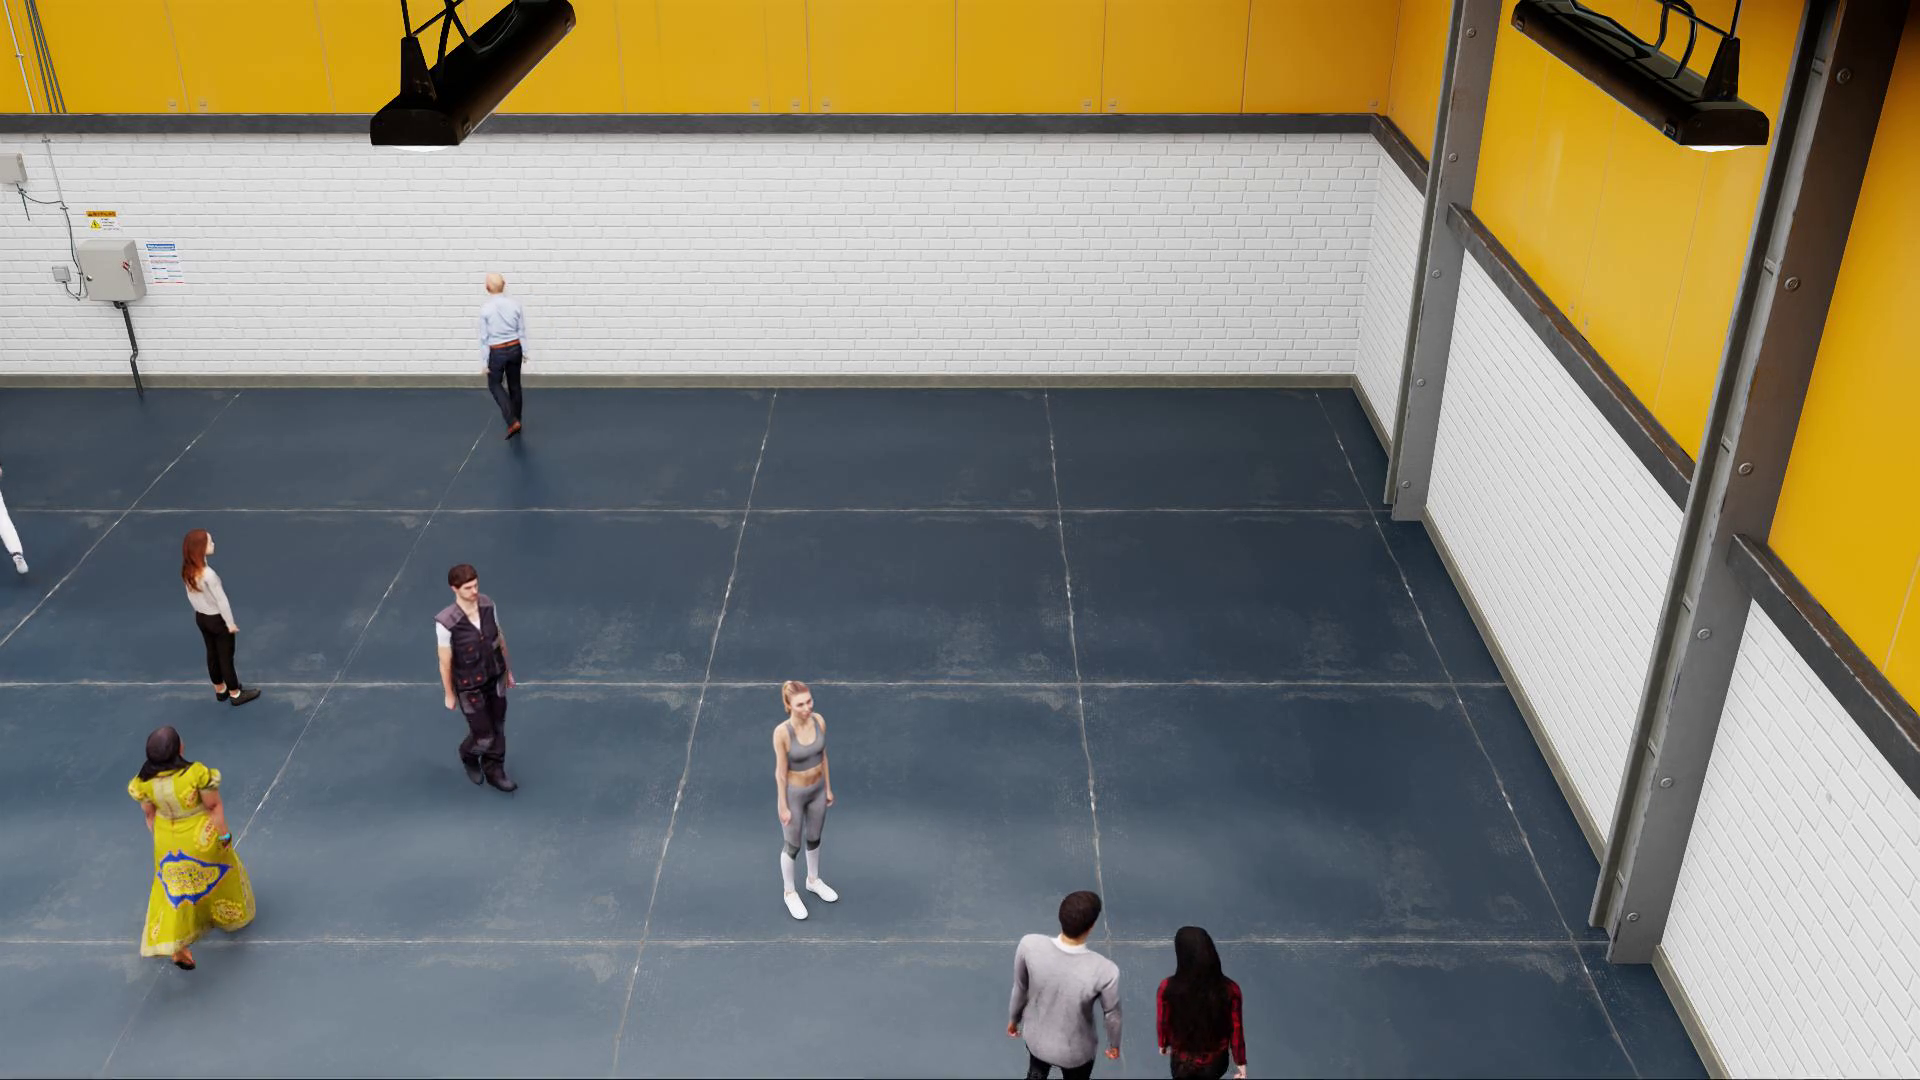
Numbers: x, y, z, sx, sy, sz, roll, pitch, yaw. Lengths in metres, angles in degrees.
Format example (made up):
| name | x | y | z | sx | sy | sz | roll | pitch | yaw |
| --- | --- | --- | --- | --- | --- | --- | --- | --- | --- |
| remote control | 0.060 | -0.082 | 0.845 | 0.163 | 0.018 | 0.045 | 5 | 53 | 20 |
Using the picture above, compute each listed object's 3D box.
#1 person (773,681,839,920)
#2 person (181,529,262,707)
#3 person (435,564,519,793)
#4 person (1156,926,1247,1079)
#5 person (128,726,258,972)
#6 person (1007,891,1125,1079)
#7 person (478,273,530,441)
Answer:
| name | x | y | z | sx | sy | sz | roll | pitch | yaw |
| --- | --- | --- | --- | --- | --- | --- | --- | --- | --- |
| person | -1.014 | 1.637 | 10.685 | 0.661 | 1.703 | 0.715 | -23 | 36 | -36 |
| person | -5.759 | 0.604 | 12.809 | 0.619 | 1.484 | 0.637 | 16 | 33 | 27 |
| person | -3.467 | 0.967 | 11.768 | 0.889 | 1.842 | 0.815 | 19 | 34 | 30 |
| person | 1.243 | 2.788 | 8.676 | 0.659 | 1.608 | 0.984 | 2 | 29 | 4 |
| person | -4.767 | 1.907 | 10.260 | 0.852 | 1.637 | 1.235 | -3 | 29 | -6 |
| person | 0.524 | 2.615 | 8.673 | 0.930 | 1.914 | 0.969 | 8 | 30 | 15 |
| person | -4.635 | -1.854 | 17.007 | 0.961 | 1.778 | 1.085 | -18 | 33 | -29 |
